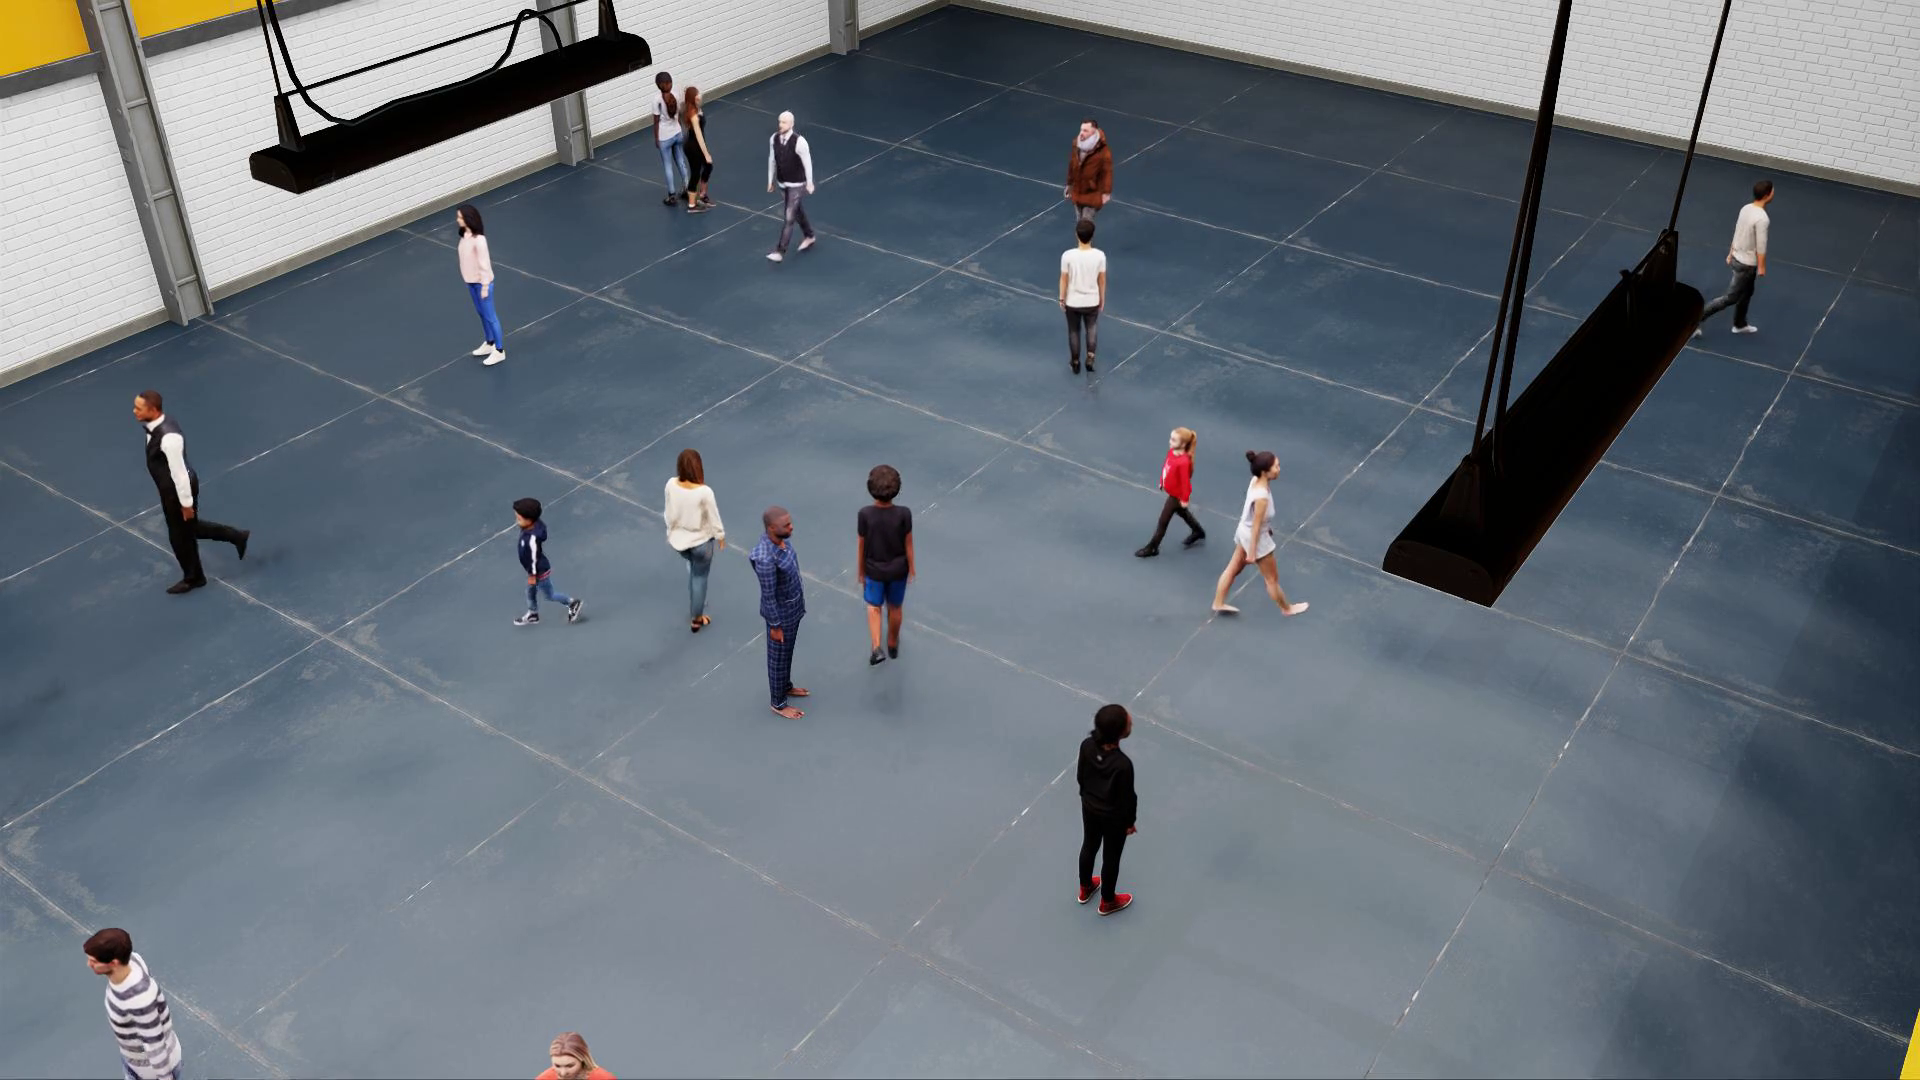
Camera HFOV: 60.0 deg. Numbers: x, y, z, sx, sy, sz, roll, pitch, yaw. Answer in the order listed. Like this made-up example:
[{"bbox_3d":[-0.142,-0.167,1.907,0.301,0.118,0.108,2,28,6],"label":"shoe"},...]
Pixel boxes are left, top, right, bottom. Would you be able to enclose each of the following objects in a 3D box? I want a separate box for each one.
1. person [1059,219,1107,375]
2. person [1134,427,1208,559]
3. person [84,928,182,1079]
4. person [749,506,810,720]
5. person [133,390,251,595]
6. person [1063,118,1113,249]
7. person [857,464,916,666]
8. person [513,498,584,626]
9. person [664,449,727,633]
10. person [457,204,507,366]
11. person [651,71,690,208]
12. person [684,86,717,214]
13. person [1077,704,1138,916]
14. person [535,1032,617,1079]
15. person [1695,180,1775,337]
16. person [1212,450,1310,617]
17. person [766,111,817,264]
[{"bbox_3d":[1.277,-2.485,17.306,0.819,1.710,0.881,-3,34,-5],"label":"person"},{"bbox_3d":[1.961,-0.428,14.627,0.955,1.251,0.875,-7,34,-11],"label":"person"},{"bbox_3d":[-4.393,2.807,9.233,1.081,1.834,0.827,-24,40,-31],"label":"person"},{"bbox_3d":[-1.368,0.523,12.677,0.829,1.826,0.720,3,34,5],"label":"person"},{"bbox_3d":[-6.520,-0.446,14.067,1.134,1.901,0.955,-19,38,-26],"label":"person"},{"bbox_3d":[1.561,-4.129,19.684,0.801,1.816,0.759,-28,43,-36],"label":"person"},{"bbox_3d":[-0.574,0.260,13.110,0.885,1.785,0.980,-1,34,-2],"label":"person"},{"bbox_3d":[-3.447,0.199,13.725,0.882,1.204,0.757,-13,36,-18],"label":"person"},{"bbox_3d":[-2.220,0.047,13.536,0.704,1.668,0.680,13,36,19],"label":"person"},{"bbox_3d":[-5.071,-2.722,17.610,0.677,1.769,0.713,-20,39,-27],"label":"person"},{"bbox_3d":[-3.705,-5.149,21.307,0.664,1.719,0.506,29,43,36],"label":"person"},{"bbox_3d":[-3.380,-4.937,21.009,0.845,1.696,0.763,-9,35,-14],"label":"person"},{"bbox_3d":[0.957,1.771,10.936,0.621,1.675,0.544,27,42,34],"label":"person"},{"bbox_3d":[-1.974,3.203,8.763,0.674,1.694,0.716,-2,34,-3],"label":"person"},{"bbox_3d":[8.425,-3.008,18.029,1.094,1.781,1.133,1,34,1],"label":"person"},{"bbox_3d":[2.345,-0.016,13.719,1.002,1.570,1.044,1,34,1],"label":"person"},{"bbox_3d":[-1.963,-4.245,19.898,0.697,1.772,1.185,21,39,28],"label":"person"}]
